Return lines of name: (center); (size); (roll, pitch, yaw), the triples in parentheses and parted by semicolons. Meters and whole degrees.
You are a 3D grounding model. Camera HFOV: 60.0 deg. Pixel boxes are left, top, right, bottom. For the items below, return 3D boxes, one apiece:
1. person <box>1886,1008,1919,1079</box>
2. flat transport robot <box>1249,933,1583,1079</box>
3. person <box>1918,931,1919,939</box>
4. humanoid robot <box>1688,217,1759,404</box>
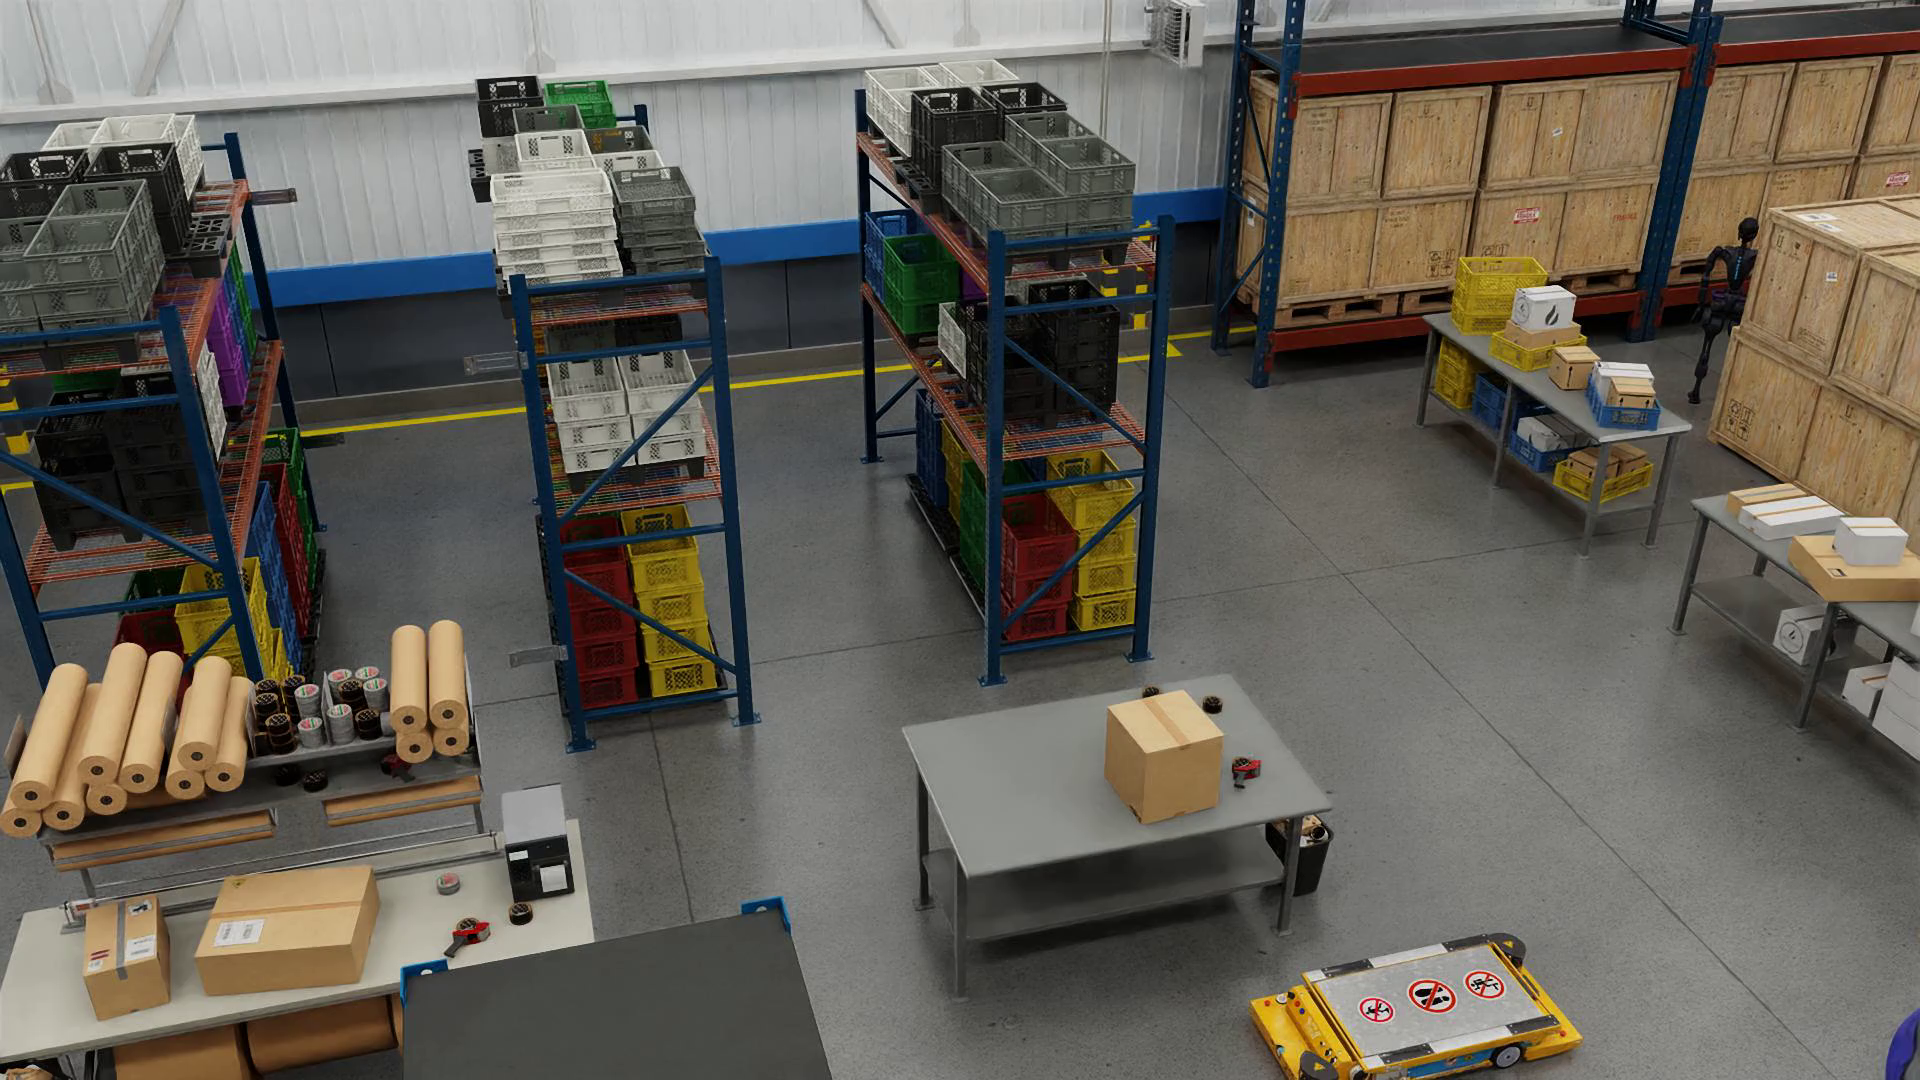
person: (3.805, 2.168, 6.379); (0.676, 2.000, 0.537); (-9, 30, -16)
flat transport robot: (2.184, 2.282, 7.980); (1.431, 0.197, 0.652); (-8, 30, -14)
person: (5.167, 1.227, 8.254); (0.354, 1.883, 0.572); (19, 34, 30)
humanoid robot: (6.592, -1.957, 14.246); (0.588, 1.657, 0.328); (15, 32, 25)
